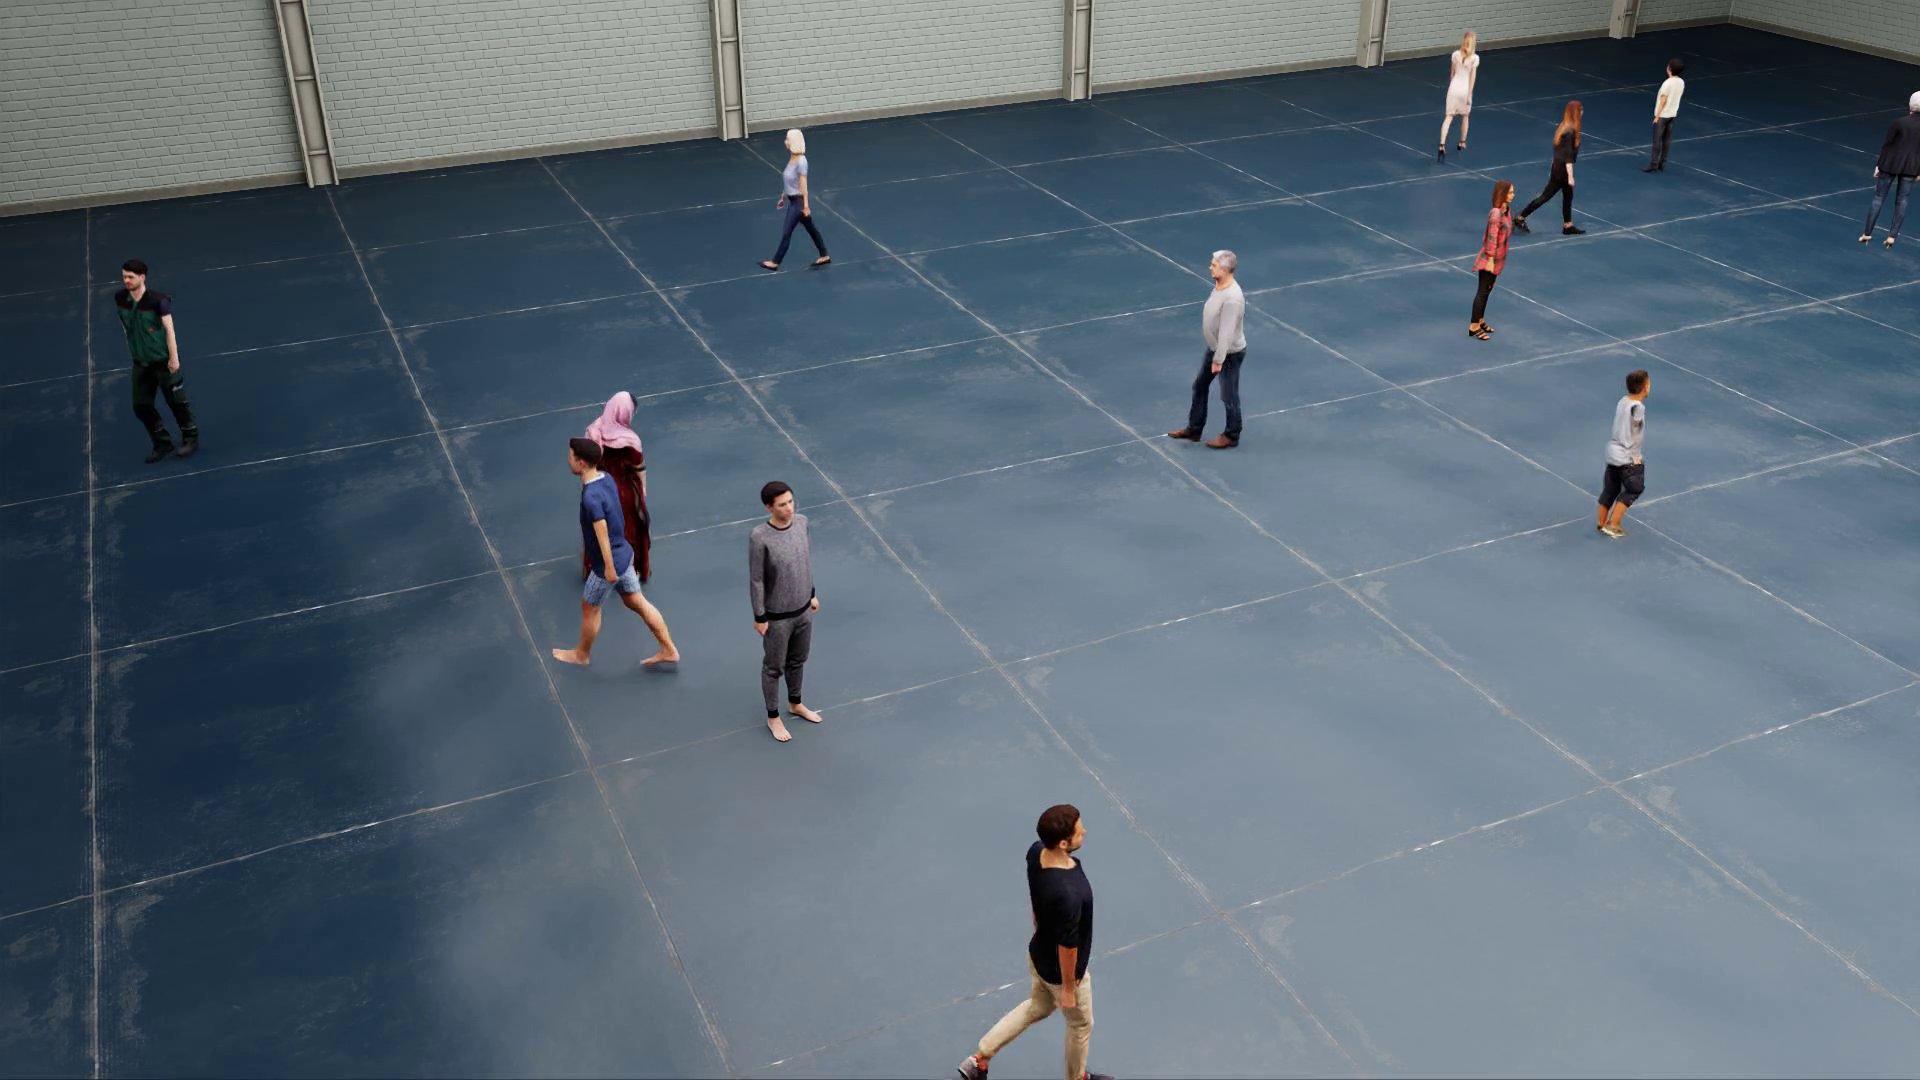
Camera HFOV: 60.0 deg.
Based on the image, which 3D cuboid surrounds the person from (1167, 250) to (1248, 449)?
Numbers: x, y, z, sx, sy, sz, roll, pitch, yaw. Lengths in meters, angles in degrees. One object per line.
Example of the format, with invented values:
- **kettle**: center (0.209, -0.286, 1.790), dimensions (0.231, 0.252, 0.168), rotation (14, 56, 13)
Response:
- **person**: center (2.481, -1.718, 15.119), dimensions (1.011, 1.894, 0.909), rotation (-4, 28, -7)

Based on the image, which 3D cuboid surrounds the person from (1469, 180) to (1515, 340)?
- **person**: center (5.677, -3.002, 17.735), dimensions (0.762, 1.702, 0.670), rotation (16, 32, 27)

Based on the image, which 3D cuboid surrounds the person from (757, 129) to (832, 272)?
- **person**: center (-1.813, -3.974, 19.589), dimensions (1.163, 1.675, 0.696), rotation (-8, 29, -14)

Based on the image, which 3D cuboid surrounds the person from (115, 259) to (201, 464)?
- **person**: center (-7.202, -1.655, 15.013), dimensions (0.903, 1.883, 0.968), rotation (4, 28, 8)

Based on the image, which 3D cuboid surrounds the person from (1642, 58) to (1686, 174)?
- **person**: center (9.953, -5.984, 23.456), dimensions (0.465, 1.587, 0.680), rotation (-17, 33, -29)

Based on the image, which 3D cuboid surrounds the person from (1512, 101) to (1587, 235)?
- **person**: center (7.393, -4.608, 20.779), dimensions (1.203, 1.675, 1.068), rotation (7, 29, 12)

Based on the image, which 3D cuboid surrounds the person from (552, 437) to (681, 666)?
- **person**: center (-2.380, 0.152, 11.718), dimensions (1.246, 1.791, 1.034), rotation (3, 28, 6)

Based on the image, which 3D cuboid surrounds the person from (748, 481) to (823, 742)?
- **person**: center (-1.178, 0.439, 11.126), dimensions (0.814, 1.841, 0.635), rotation (24, 36, 37)

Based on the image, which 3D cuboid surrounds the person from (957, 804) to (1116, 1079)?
- **person**: center (0.391, 2.063, 8.082), dimensions (1.071, 1.835, 0.714), rotation (-9, 29, -16)

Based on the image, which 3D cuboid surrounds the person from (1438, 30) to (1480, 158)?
- **person**: center (7.165, -6.398, 24.023), dimensions (0.965, 1.784, 1.169), rotation (17, 33, 29)

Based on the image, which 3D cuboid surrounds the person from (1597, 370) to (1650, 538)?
- **person**: center (5.480, -0.744, 13.775), dimensions (0.577, 1.440, 0.599), rotation (-4, 28, -8)

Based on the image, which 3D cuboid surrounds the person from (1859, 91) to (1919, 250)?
- **person**: center (10.478, -4.163, 18.617), dimensions (0.819, 1.783, 0.792), rotation (9, 29, 16)

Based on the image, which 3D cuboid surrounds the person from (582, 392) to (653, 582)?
- **person**: center (-2.744, -0.391, 12.933), dimensions (0.776, 1.606, 0.897), rotation (-1, 28, -2)
